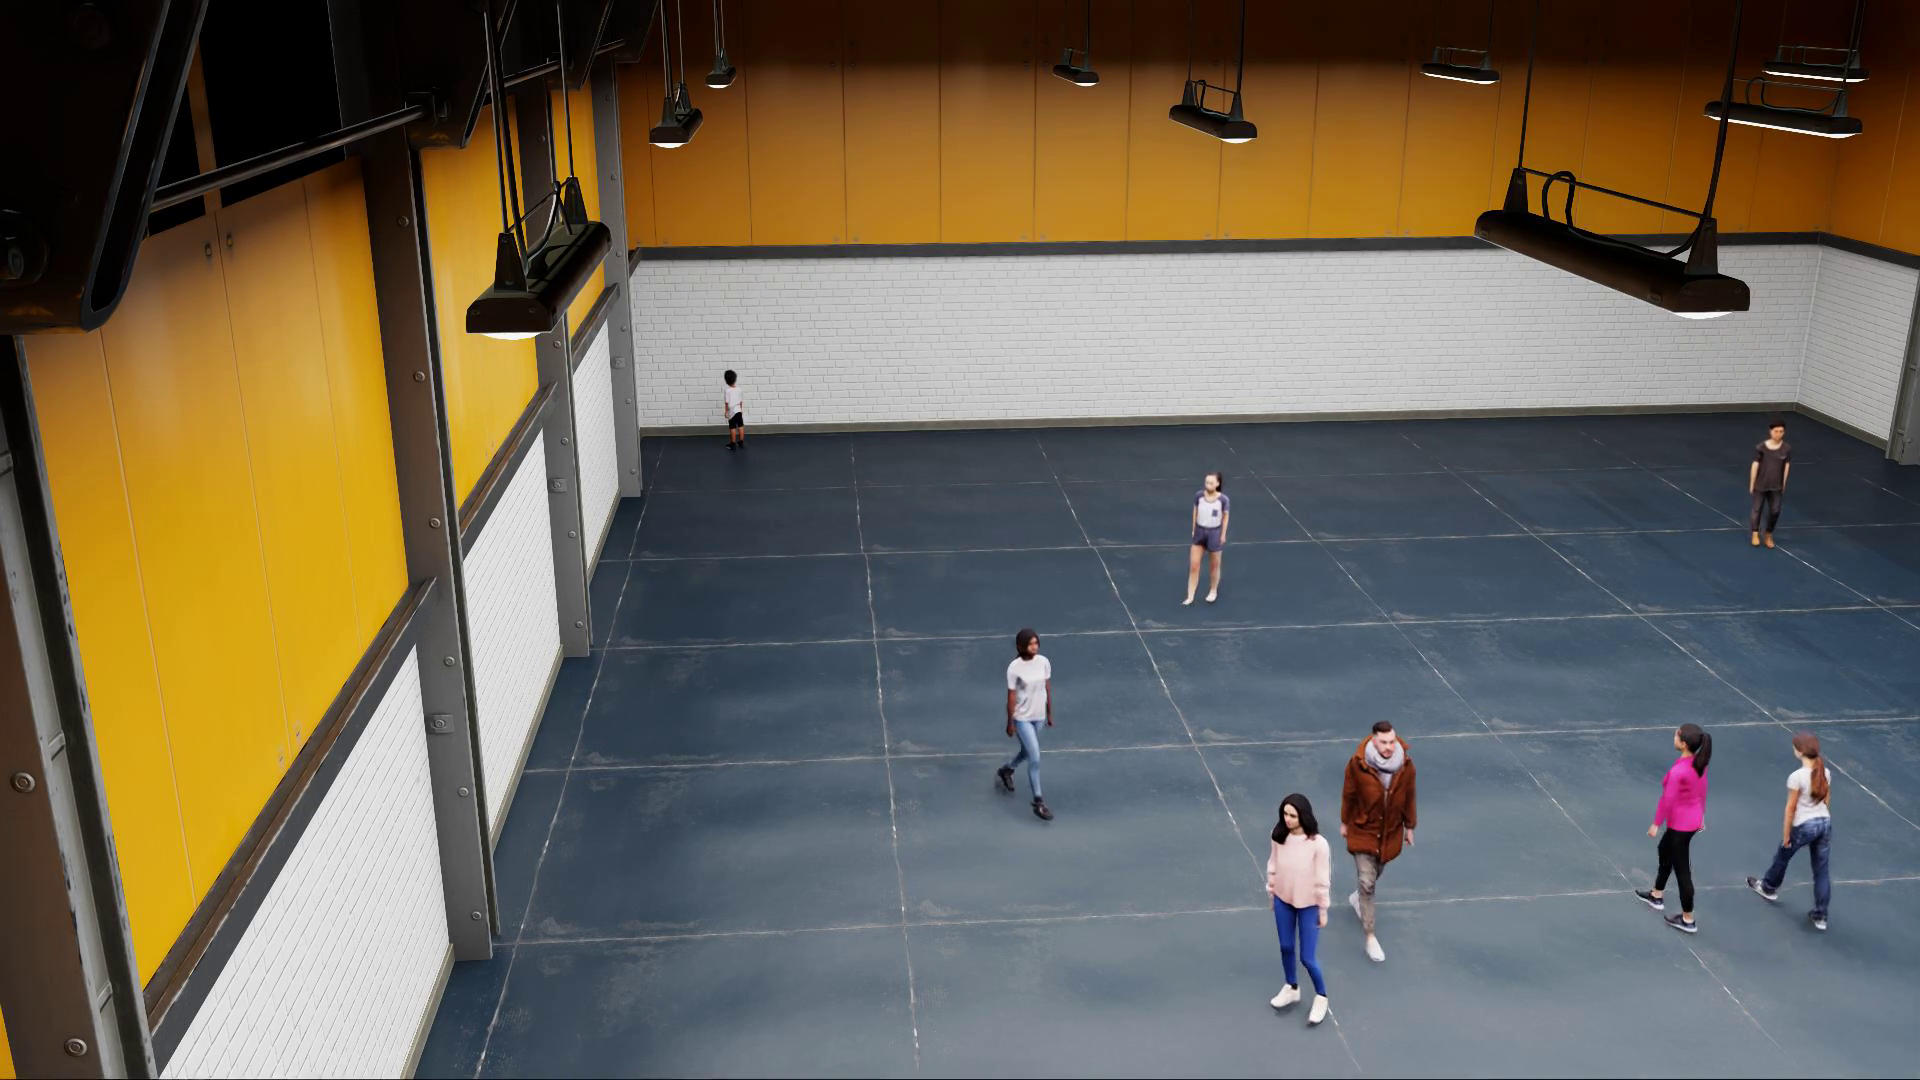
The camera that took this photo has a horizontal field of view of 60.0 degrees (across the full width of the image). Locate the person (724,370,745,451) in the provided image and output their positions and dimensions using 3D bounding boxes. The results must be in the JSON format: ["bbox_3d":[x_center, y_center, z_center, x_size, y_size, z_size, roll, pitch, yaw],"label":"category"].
[{"bbox_3d":[-3.569,-2.064,26.268,0.571,1.257,0.614,-15,24,-38],"label":"person"}]

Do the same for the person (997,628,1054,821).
[{"bbox_3d":[0.568,1.582,14.772,0.957,1.685,1.173,-13,22,-33],"label":"person"}]

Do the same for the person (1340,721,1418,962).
[{"bbox_3d":[3.158,2.207,12.739,0.745,1.798,1.120,-2,19,-7],"label":"person"}]

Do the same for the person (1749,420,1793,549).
[{"bbox_3d":[10.536,-0.764,21.707,0.707,1.704,0.720,6,20,18],"label":"person"}]

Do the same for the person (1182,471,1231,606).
[{"bbox_3d":[2.972,-0.041,19.681,0.873,1.628,0.991,9,21,26],"label":"person"}]

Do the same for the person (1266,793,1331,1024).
[{"bbox_3d":[2.408,2.571,11.733,0.759,1.750,0.823,15,24,38],"label":"person"}]

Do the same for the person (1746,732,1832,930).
[{"bbox_3d":[6.642,2.283,12.949,0.678,1.520,0.946,-1,19,-2],"label":"person"}]

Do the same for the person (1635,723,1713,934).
[{"bbox_3d":[5.660,2.240,12.826,0.850,1.680,0.945,-14,23,-36],"label":"person"}]
